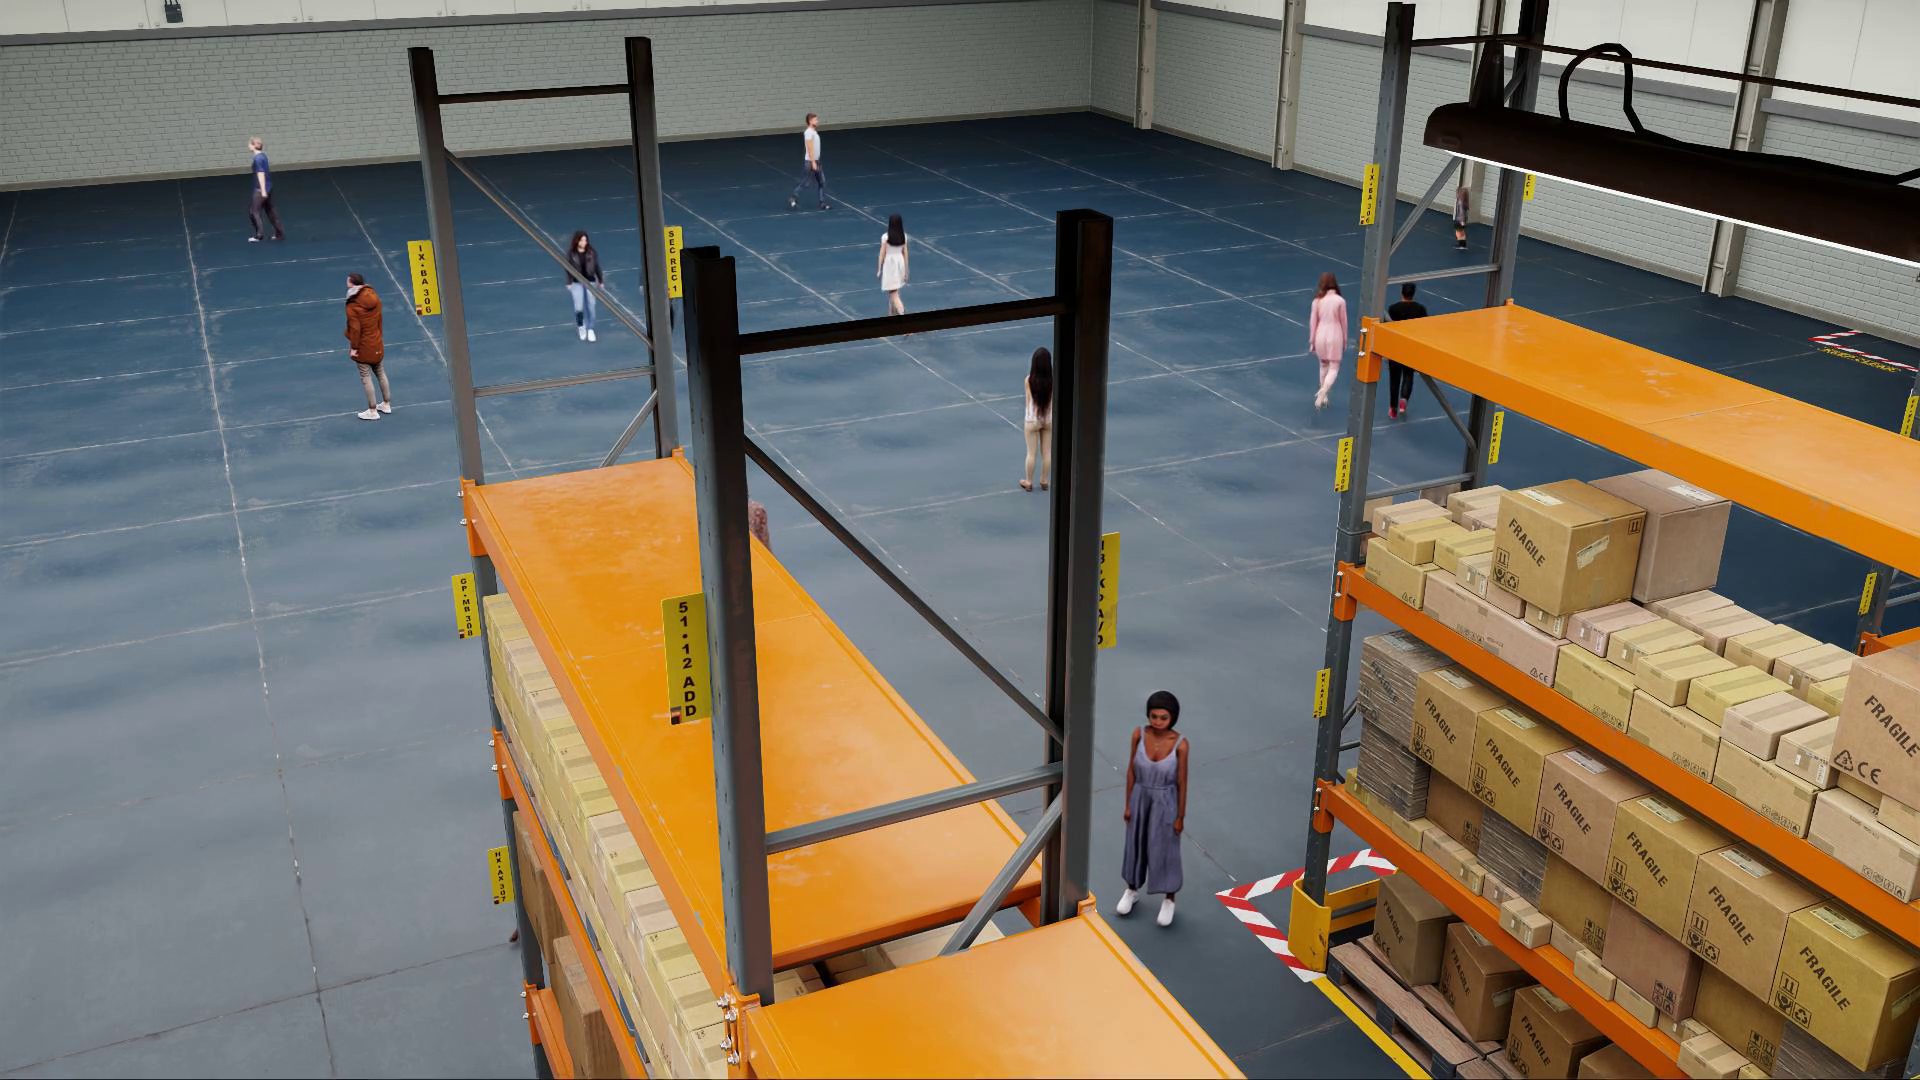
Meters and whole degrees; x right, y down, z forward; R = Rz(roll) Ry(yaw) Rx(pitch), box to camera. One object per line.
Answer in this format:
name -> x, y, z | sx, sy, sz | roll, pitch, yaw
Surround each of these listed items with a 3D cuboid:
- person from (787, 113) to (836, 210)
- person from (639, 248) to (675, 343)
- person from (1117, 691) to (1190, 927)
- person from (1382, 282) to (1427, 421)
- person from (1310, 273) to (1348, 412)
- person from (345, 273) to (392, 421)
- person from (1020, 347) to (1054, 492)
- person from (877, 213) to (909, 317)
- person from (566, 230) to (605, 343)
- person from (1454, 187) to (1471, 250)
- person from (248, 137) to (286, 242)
person -> -2.955, -7.301, 32.232 | 1.162, 1.835, 1.155 | 6, 24, 15
person -> -4.329, -3.737, 23.901 | 0.773, 1.796, 0.766 | -2, 23, -4
person -> 1.307, 1.766, 11.087 | 0.644, 1.695, 0.727 | 11, 25, 24
person -> 5.510, -2.324, 20.639 | 0.755, 1.746, 0.793 | 5, 23, 11
person -> 4.597, -2.425, 20.846 | 1.034, 1.771, 1.075 | 10, 25, 22
person -> -7.396, -2.430, 20.770 | 0.909, 1.841, 0.855 | 9, 25, 21
person -> 0.894, -1.324, 18.408 | 0.650, 1.653, 0.581 | -10, 25, -22
person -> -0.929, -3.839, 24.211 | 0.609, 1.740, 1.143 | -11, 26, -25
person -> -5.422, -3.678, 23.985 | 0.686, 1.620, 0.620 | -8, 24, -17
person -> 8.894, -5.658, 29.337 | 0.626, 1.076, 0.578 | 7, 24, 15
person -> -12.378, -6.260, 29.771 | 0.858, 1.843, 0.863 | -4, 23, -10
